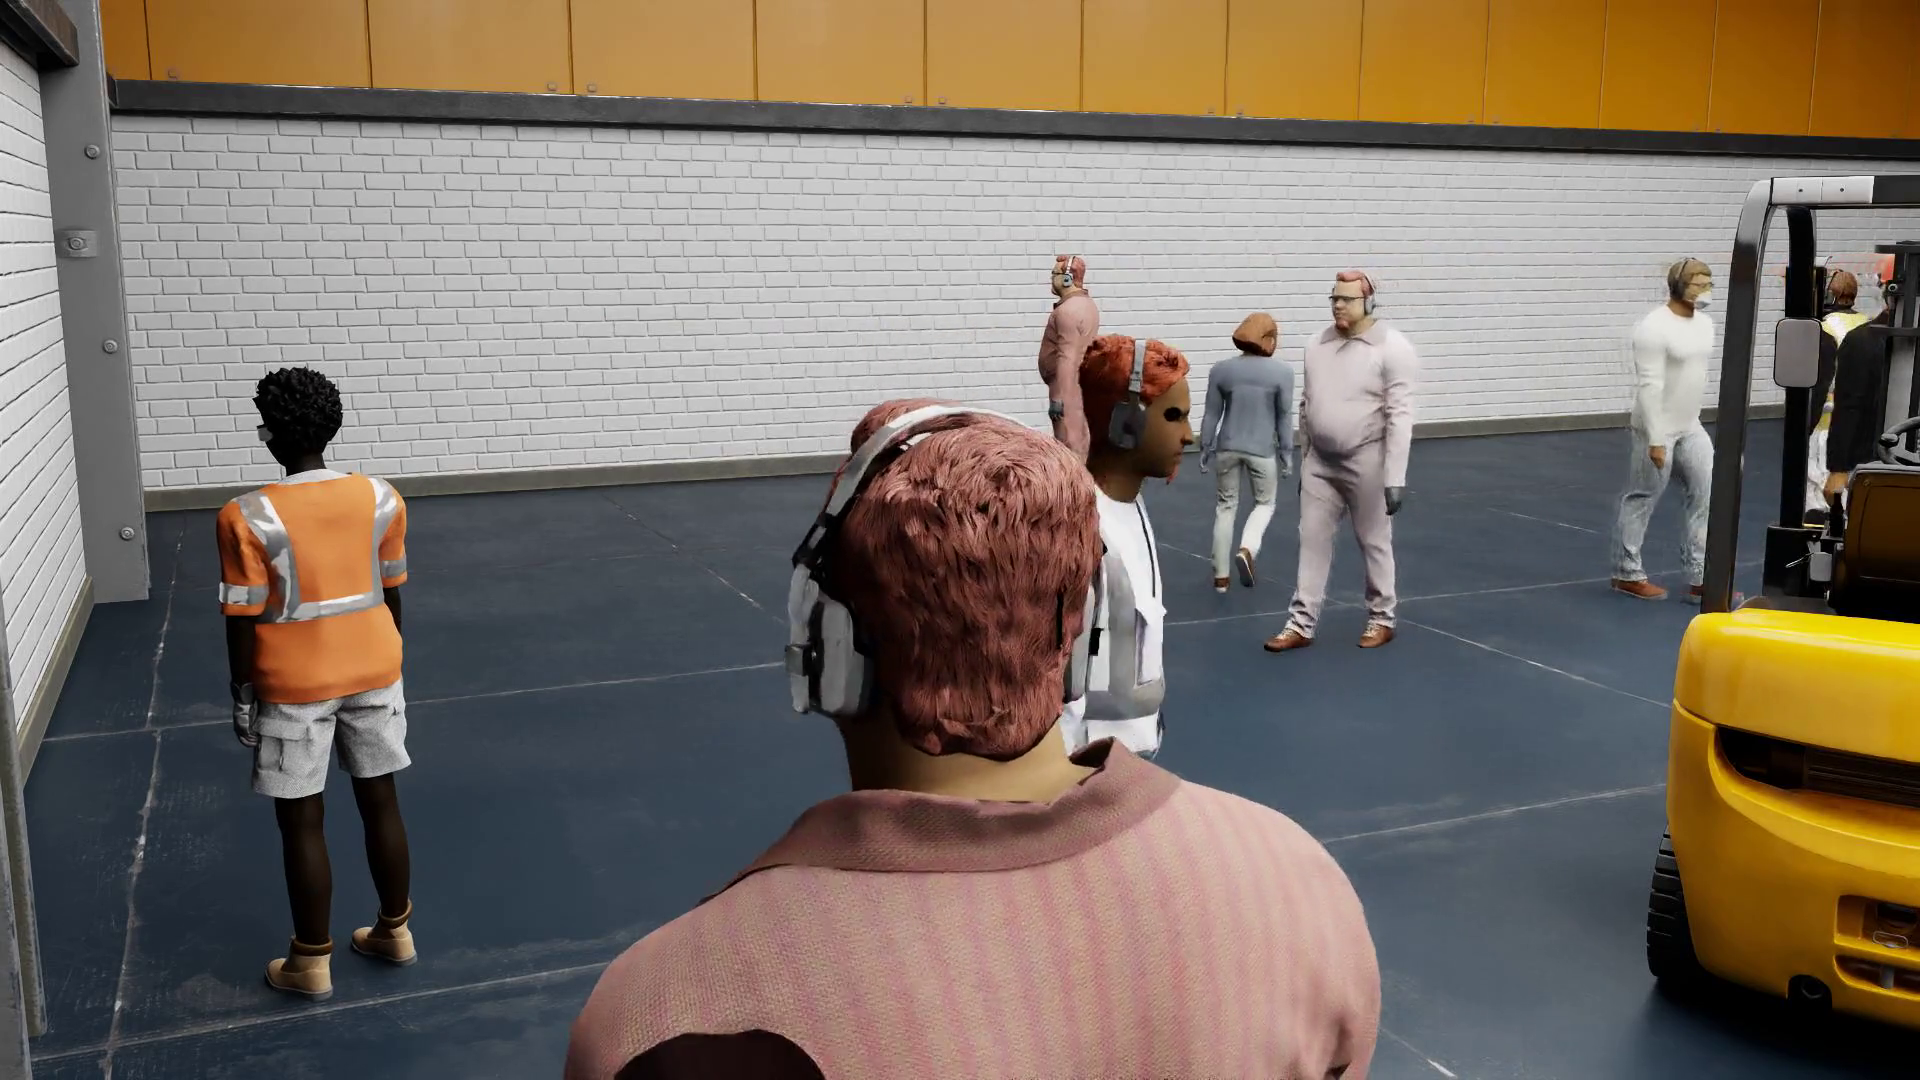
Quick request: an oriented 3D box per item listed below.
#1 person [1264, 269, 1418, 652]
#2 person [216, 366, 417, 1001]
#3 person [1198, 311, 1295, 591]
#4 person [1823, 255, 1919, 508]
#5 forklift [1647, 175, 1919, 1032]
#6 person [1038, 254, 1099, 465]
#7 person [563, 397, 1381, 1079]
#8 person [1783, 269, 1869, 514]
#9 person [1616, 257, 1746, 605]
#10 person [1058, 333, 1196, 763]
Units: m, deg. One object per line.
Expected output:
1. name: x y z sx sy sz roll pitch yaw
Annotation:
1. person: 1.897 -0.377 8.154 0.622 1.899 0.675 -10 14 -42
2. person: -1.714 0.382 4.471 0.321 1.689 0.530 9 14 41
3. person: 1.603 -0.484 9.423 0.560 1.609 0.450 4 11 23
4. person: 4.258 -0.339 7.642 0.655 1.974 0.473 -6 12 -31
5. forklift: 2.810 0.094 4.662 1.214 2.155 2.313 7 12 34
6. person: 0.750 -1.043 11.709 0.407 1.913 0.641 3 11 16
7. person: 0.003 0.842 1.335 0.643 1.910 0.404 -5 12 -27
8. person: 5.167 -0.693 9.972 0.630 1.843 0.429 -9 13 -40
9. person: 3.985 -0.566 9.067 0.662 1.910 0.830 -7 12 -32
10. person: 0.163 0.498 3.421 0.865 1.850 0.619 3 11 15
